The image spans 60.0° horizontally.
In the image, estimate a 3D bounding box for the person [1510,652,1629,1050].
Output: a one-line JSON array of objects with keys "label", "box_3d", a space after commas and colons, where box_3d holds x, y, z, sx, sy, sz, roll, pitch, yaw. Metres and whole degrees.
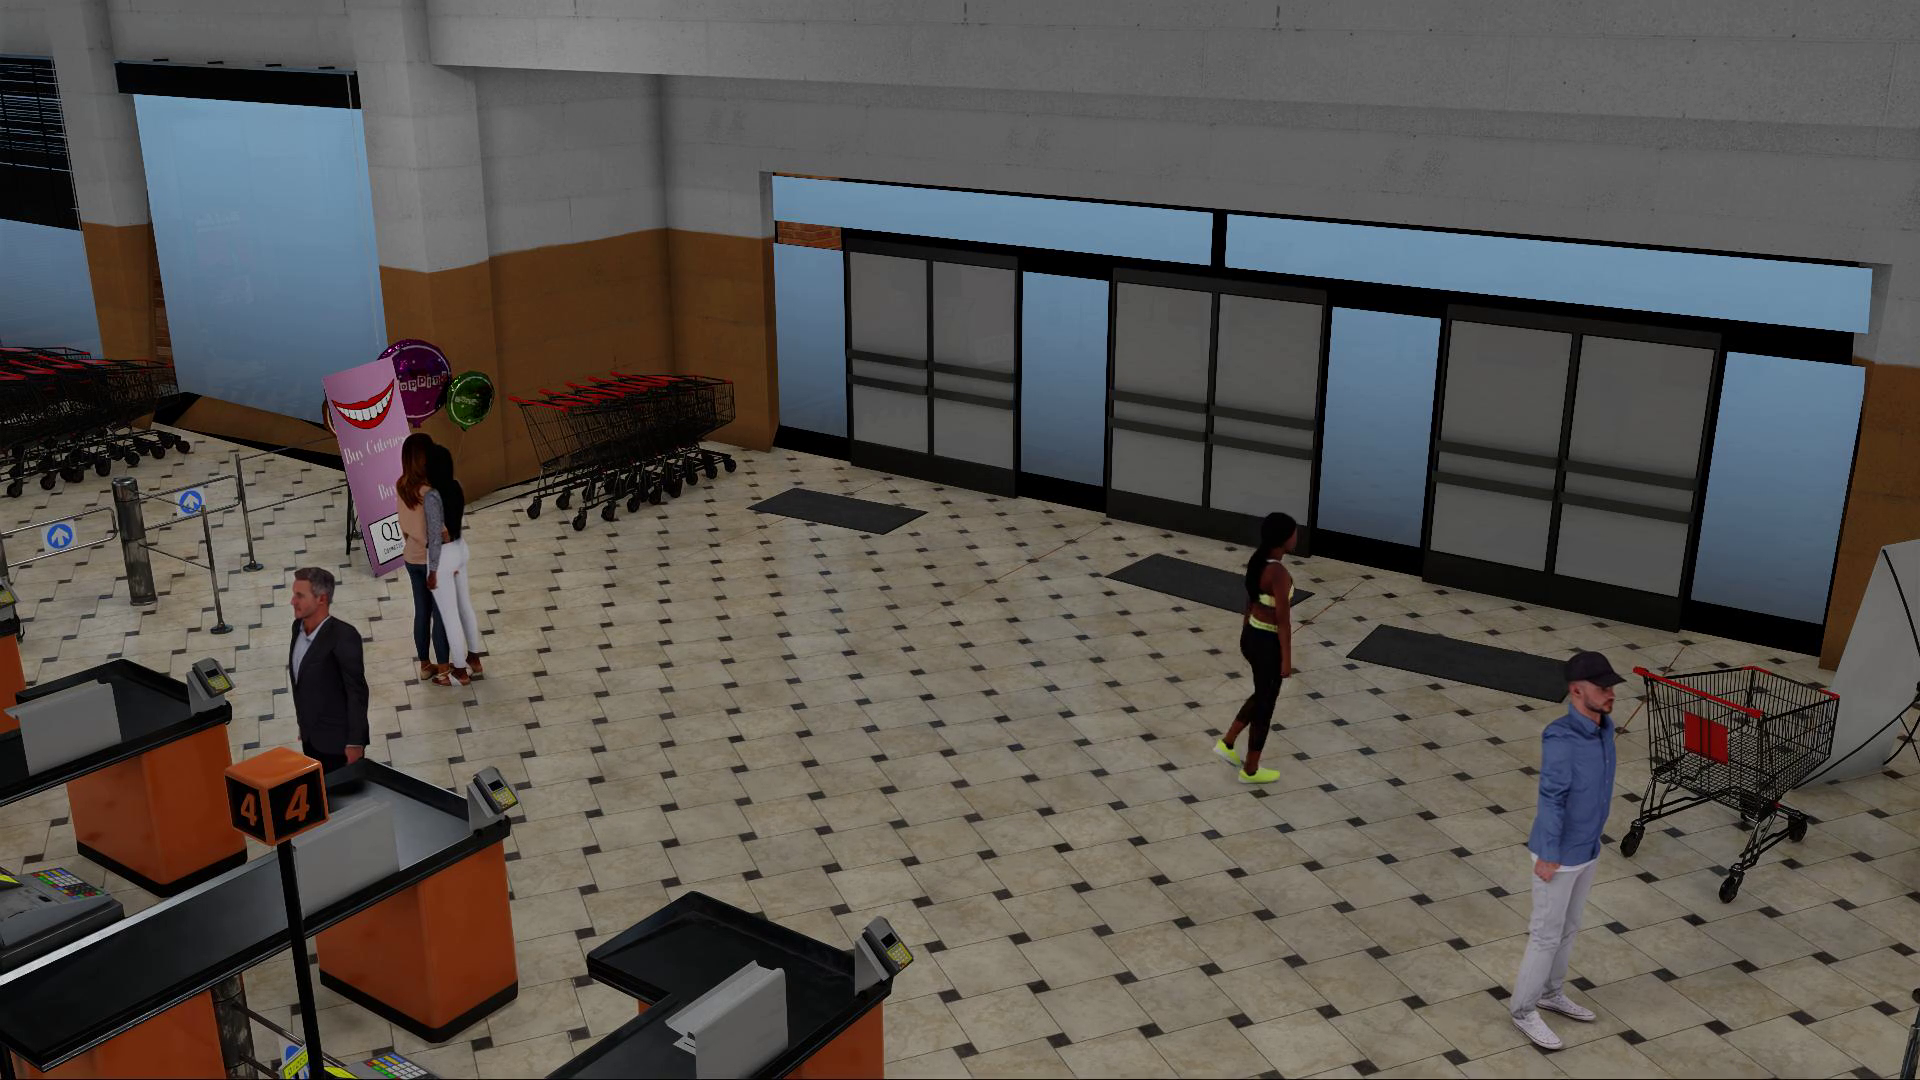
[{"label": "person", "box_3d": [2.790, 1.387, 7.627, 0.563, 1.888, 0.757, -17, 25, -41]}]

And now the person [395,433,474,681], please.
[{"label": "person", "box_3d": [-3.686, 0.129, 11.508, 0.598, 1.792, 0.524, 11, 22, 30]}]

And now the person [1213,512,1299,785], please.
[{"label": "person", "box_3d": [1.736, 0.676, 9.965, 0.821, 1.741, 0.757, -5, 19, -15]}]

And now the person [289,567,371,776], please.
[{"label": "person", "box_3d": [-3.352, 1.000, 8.848, 0.721, 1.842, 0.595, 14, 23, 35]}]

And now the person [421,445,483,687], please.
[{"label": "person", "box_3d": [-3.546, 0.163, 11.514, 0.722, 1.724, 0.590, 4, 19, 10]}]
